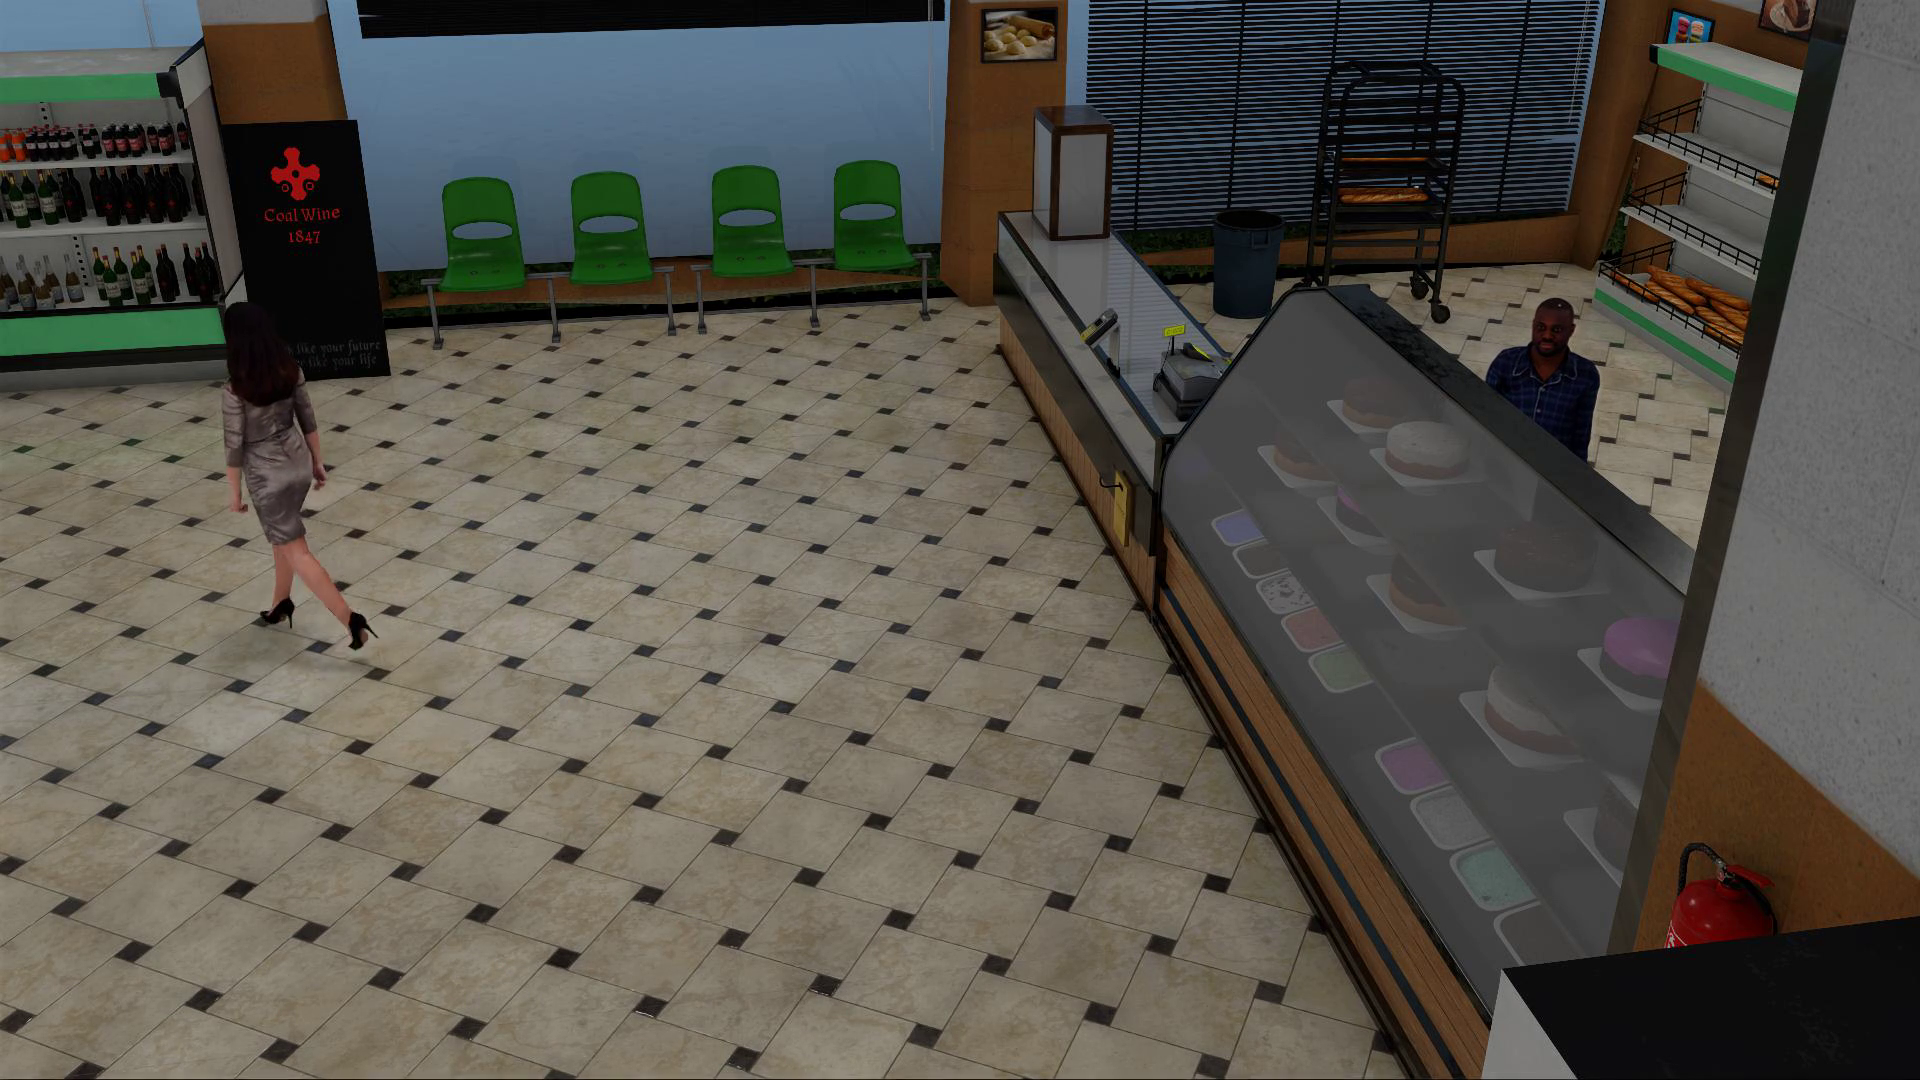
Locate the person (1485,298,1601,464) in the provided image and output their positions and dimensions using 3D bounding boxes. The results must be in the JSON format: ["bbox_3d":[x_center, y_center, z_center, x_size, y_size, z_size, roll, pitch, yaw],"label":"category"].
[{"bbox_3d":[2.577,-0.235,7.590,0.727,1.824,0.834,9,28,18],"label":"person"}]

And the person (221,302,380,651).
[{"bbox_3d":[-3.101,-0.234,7.713,1.145,1.713,1.021,14,30,25],"label":"person"}]
